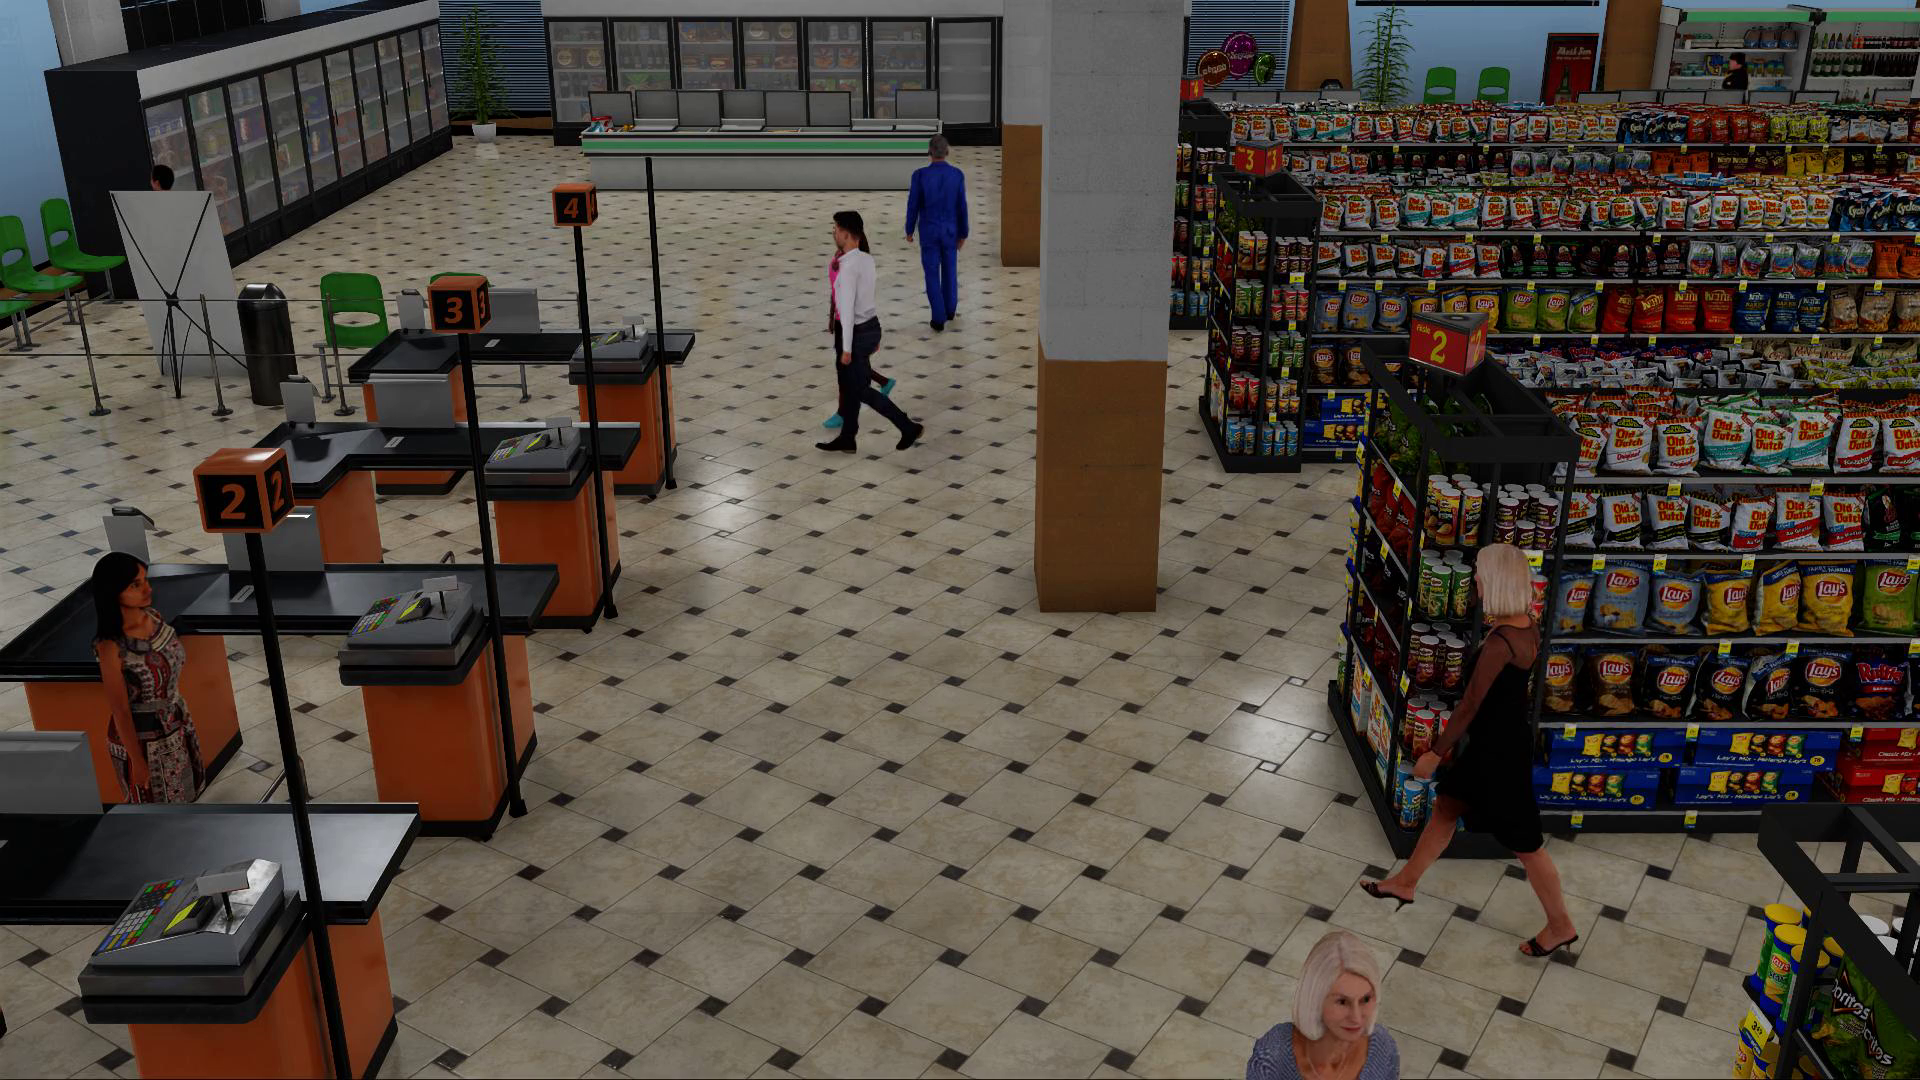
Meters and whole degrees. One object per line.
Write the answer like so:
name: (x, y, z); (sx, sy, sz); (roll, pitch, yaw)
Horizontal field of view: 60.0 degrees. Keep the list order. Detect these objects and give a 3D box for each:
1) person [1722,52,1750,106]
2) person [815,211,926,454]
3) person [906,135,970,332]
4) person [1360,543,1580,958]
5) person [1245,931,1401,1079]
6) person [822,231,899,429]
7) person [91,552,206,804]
person: (11.547, -6.357, 24.668); (1.109, 1.634, 0.834); (4, 22, 9)
person: (-0.659, -1.472, 12.245); (1.157, 1.832, 0.821); (8, 23, 19)
person: (-0.189, -2.881, 15.791); (0.866, 1.804, 0.907); (-5, 23, -13)
person: (2.201, 0.906, 6.541); (1.198, 1.674, 0.932); (9, 24, 22)
person: (0.886, 1.737, 4.420); (0.587, 1.713, 0.729); (-6, 23, -14)
person: (-0.777, -1.693, 12.987); (1.065, 1.689, 0.961); (-11, 25, -26)
person: (-3.306, 0.815, 6.806); (0.506, 1.645, 0.642); (0, 22, 0)
